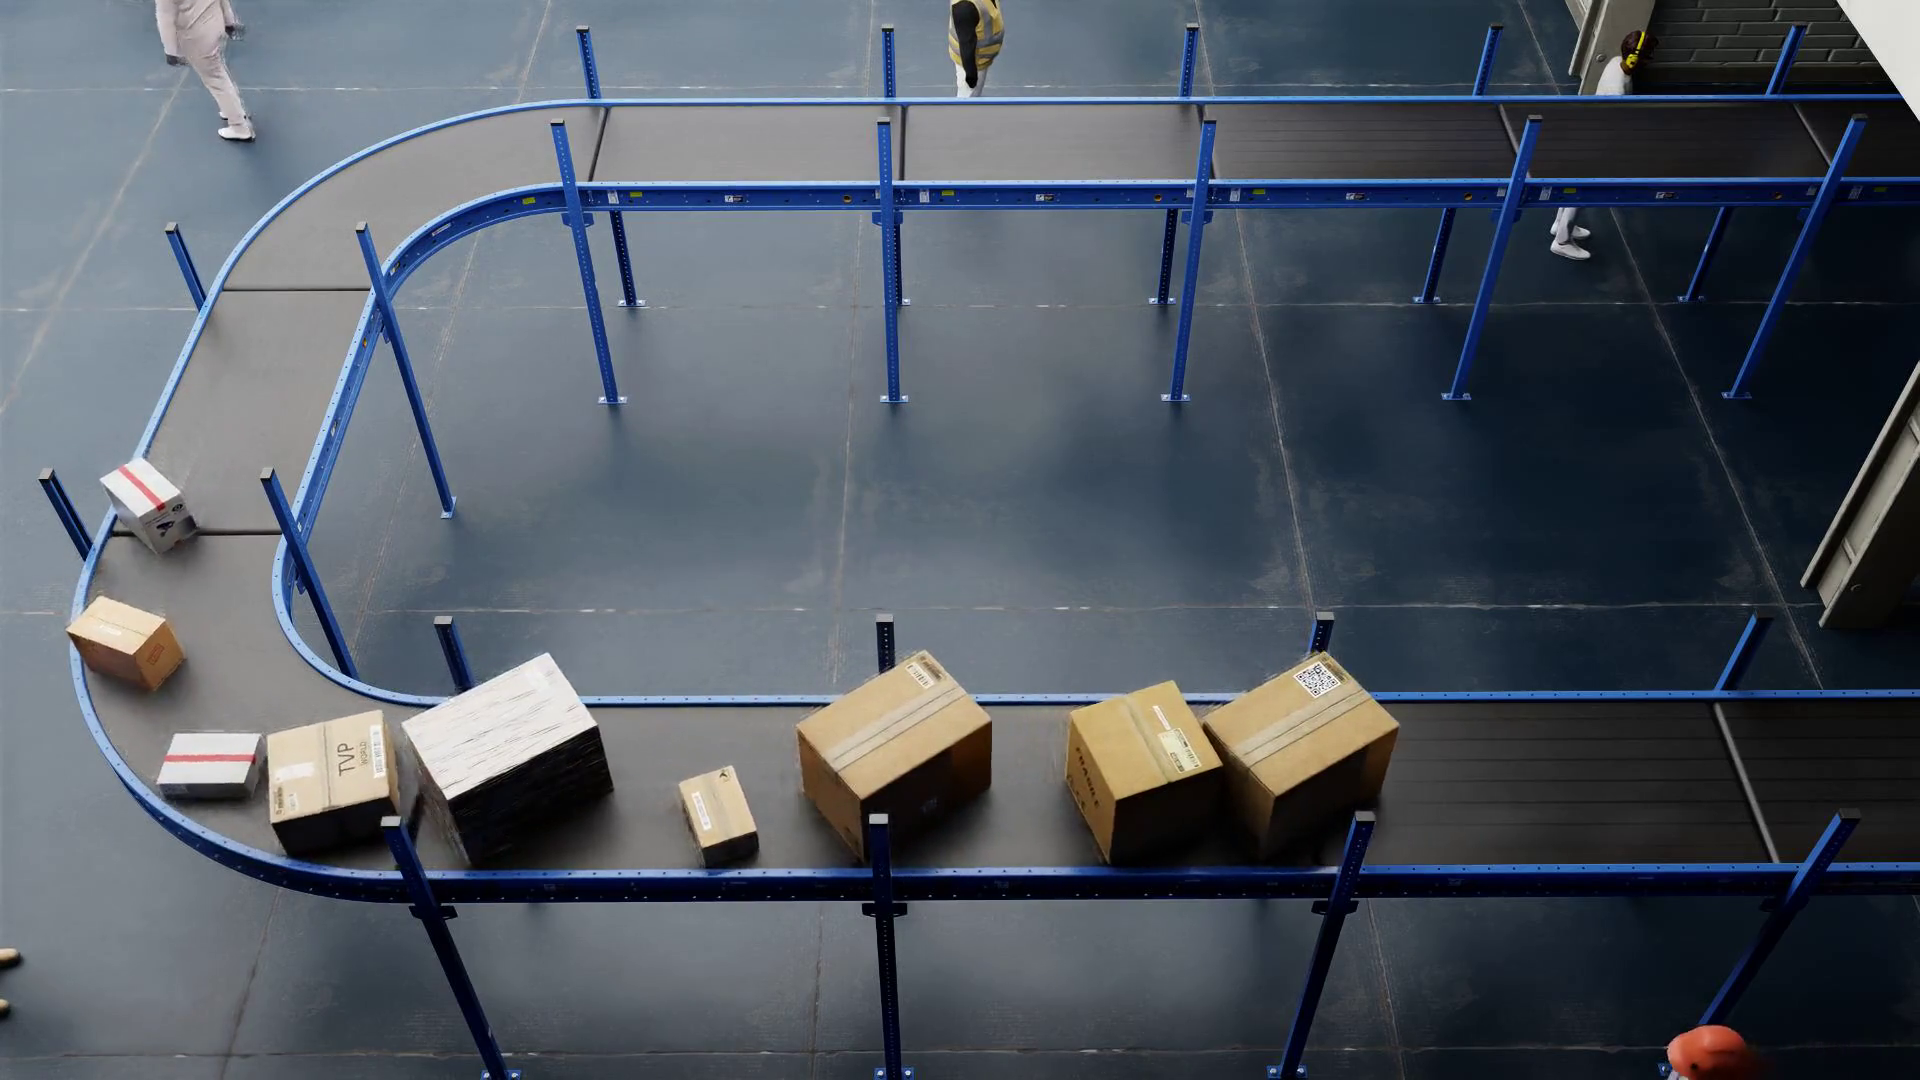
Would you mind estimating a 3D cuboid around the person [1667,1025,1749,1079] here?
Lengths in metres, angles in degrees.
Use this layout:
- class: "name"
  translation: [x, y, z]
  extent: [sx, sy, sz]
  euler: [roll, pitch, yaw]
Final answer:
- class: "person"
  translation: [3.209, 2.626, 7.546]
  extent: [0.928, 1.892, 0.548]
  euler: [7, 47, 7]

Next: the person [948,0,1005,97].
- class: "person"
  translation: [0.133, -3.841, 13.609]
  extent: [0.430, 1.837, 0.619]
  euler: [8, 47, 7]

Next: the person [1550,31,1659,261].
- class: "person"
  translation: [4.764, -2.941, 12.754]
  extent: [0.312, 1.861, 0.508]
  euler: [9, 48, 8]

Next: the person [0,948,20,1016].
- class: "person"
  translation: [-5.129, 1.764, 8.468]
  extent: [0.321, 1.697, 0.529]
  euler: [-6, 47, -5]

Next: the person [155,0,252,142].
- class: "person"
  translation: [-6.169, -4.078, 13.797]
  extent: [0.585, 1.890, 0.647]
  euler: [11, 48, 10]
